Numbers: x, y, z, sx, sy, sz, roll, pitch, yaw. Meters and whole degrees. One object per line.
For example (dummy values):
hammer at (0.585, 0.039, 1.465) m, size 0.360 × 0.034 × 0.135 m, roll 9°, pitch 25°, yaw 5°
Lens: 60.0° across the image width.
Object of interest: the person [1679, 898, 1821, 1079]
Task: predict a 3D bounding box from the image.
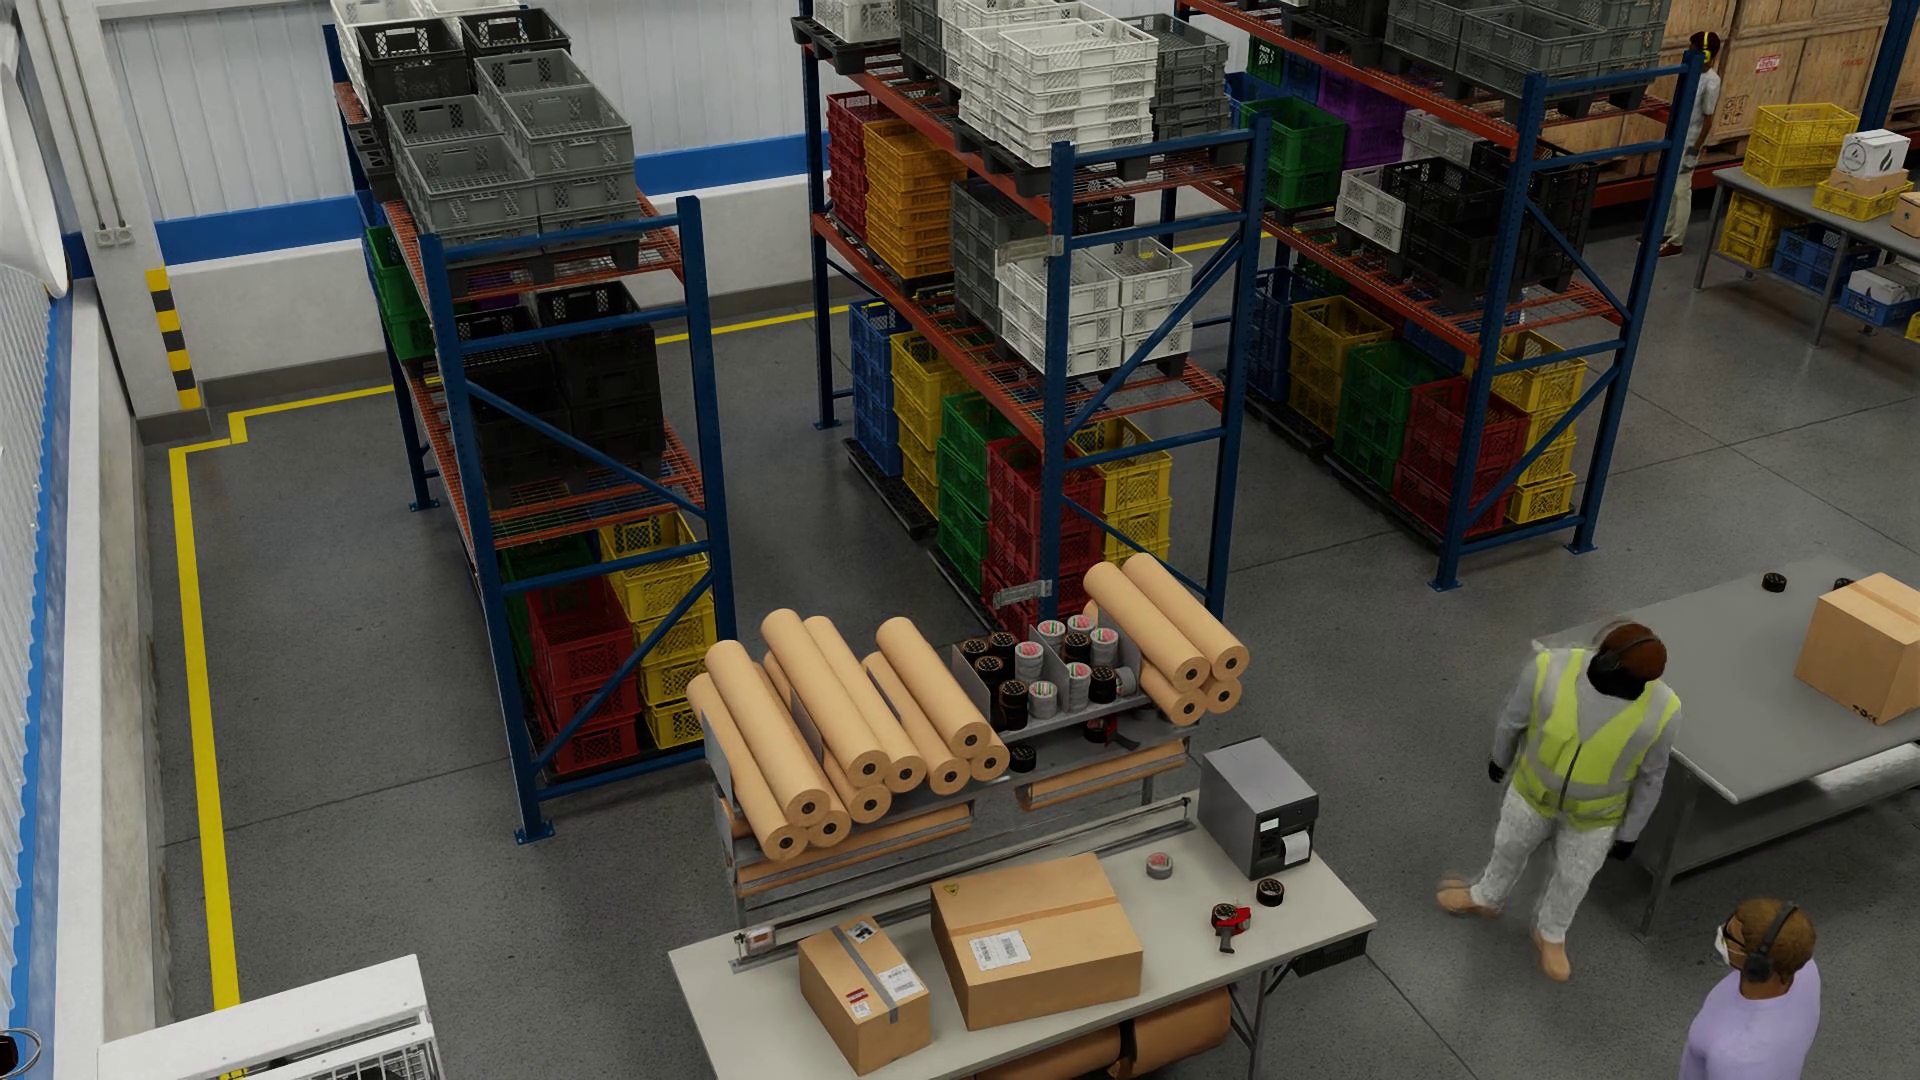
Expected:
person at (2.394, 1.892, 5.292) m, size 0.379 × 1.940 × 0.629 m, roll 23°, pitch 38°, yaw 33°

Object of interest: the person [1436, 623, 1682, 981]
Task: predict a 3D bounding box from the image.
person at (2.448, 1.031, 6.824) m, size 0.764 × 1.803 × 0.459 m, roll 19°, pitch 37°, yaw 28°

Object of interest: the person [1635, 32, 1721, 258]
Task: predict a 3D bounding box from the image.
person at (5.981, -3.257, 13.727) m, size 0.327 × 1.865 × 0.518 m, roll 2°, pitch 32°, yaw 4°

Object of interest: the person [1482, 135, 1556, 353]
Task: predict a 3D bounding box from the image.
person at (3.786, -1.898, 11.501) m, size 0.583 × 1.882 × 0.350 m, roll -22°, pitch 38°, yaw -31°
